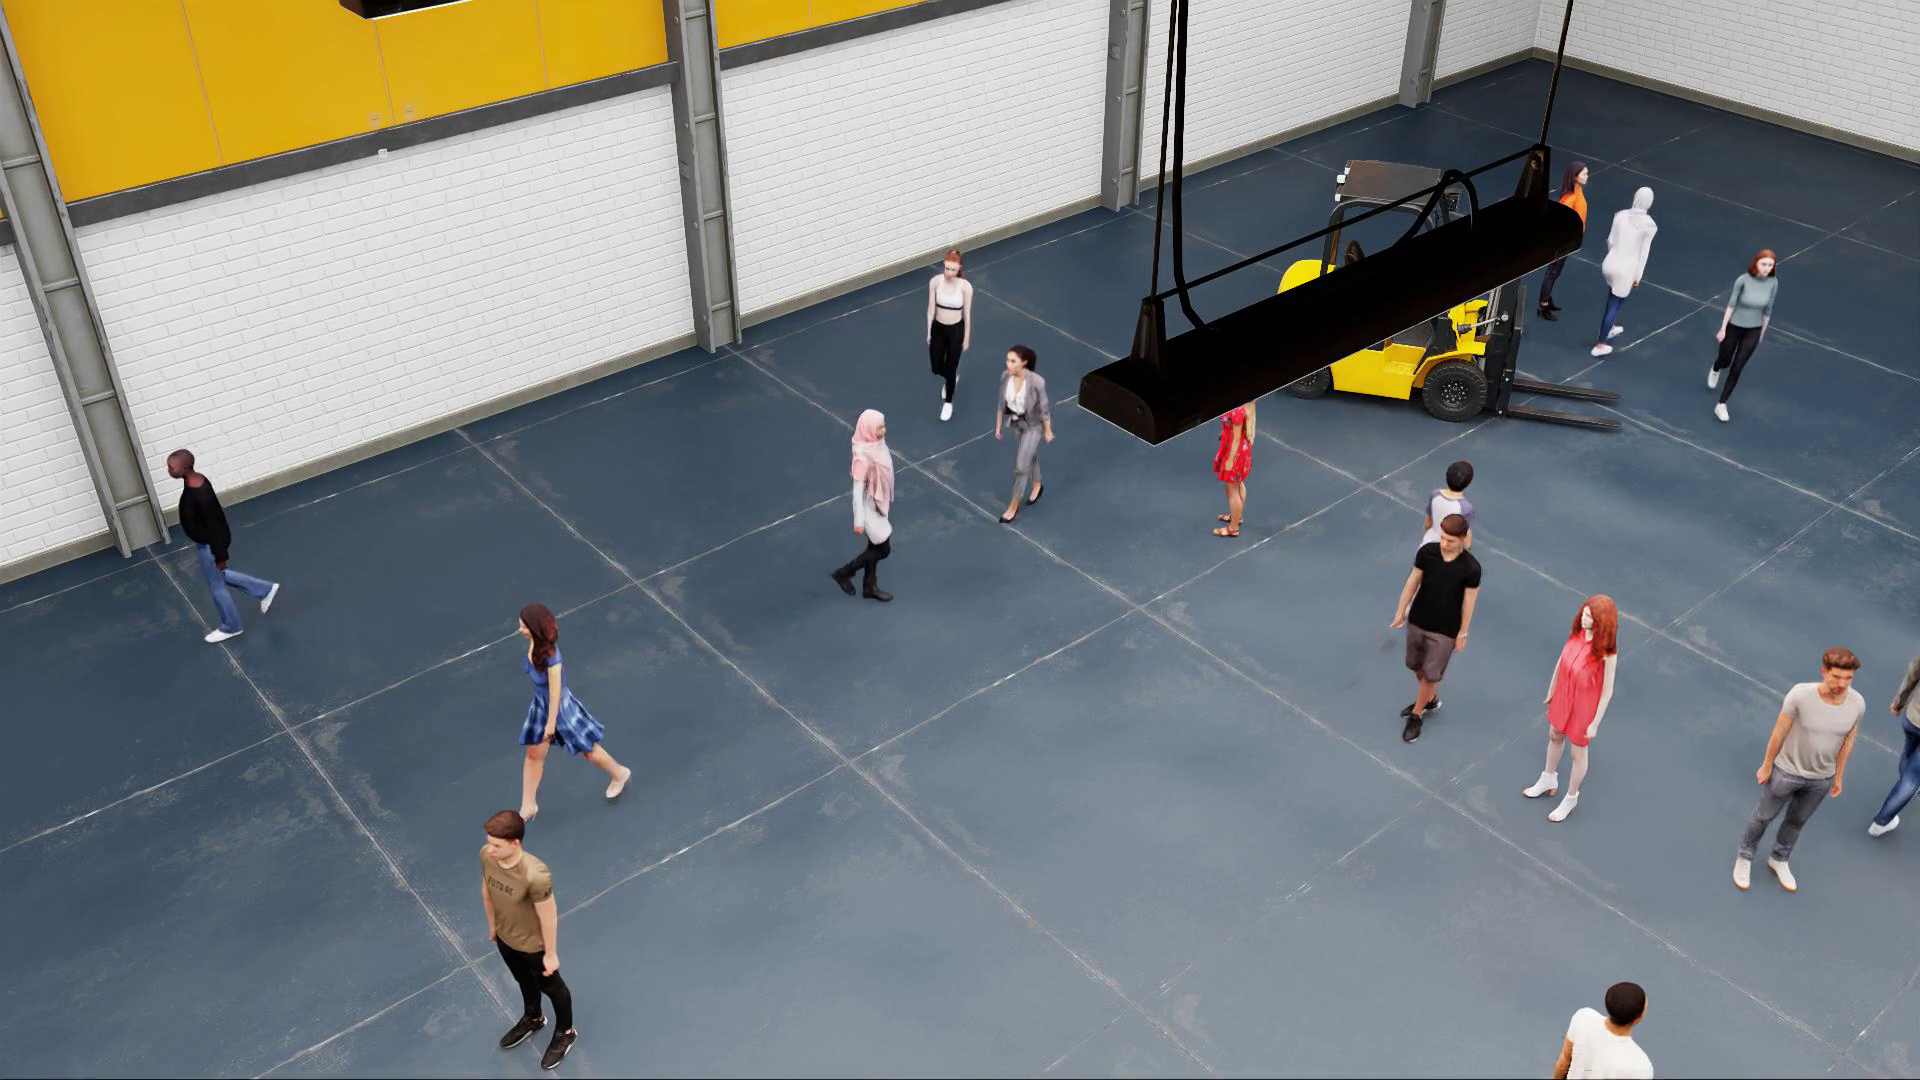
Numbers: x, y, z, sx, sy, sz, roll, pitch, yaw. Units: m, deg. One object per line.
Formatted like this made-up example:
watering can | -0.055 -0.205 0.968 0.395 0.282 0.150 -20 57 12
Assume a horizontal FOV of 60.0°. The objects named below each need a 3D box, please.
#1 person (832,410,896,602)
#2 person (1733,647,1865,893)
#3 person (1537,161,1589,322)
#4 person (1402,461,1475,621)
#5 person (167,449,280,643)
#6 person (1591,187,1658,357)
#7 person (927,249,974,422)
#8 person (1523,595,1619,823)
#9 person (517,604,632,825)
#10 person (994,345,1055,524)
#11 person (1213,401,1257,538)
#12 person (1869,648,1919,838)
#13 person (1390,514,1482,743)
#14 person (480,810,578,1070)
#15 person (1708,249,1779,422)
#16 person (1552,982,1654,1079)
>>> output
person | -0.798 -0.255 13.397 0.915 1.795 0.864 6 34 9
person | 5.434 1.458 10.727 0.748 1.898 0.802 3 34 5
person | 6.506 -3.249 17.943 0.754 1.748 0.620 16 37 22
person | 3.781 0.084 13.110 0.720 1.549 0.558 -24 41 -32
person | -5.796 0.001 13.067 0.887 1.733 0.650 -21 39 -28
person | 6.779 -2.759 17.220 0.909 1.732 0.622 -23 40 -30
person | -0.084 -2.028 16.120 0.796 1.734 0.872 10 35 14
person | 4.191 1.127 11.290 0.625 1.826 0.667 -12 36 -18
person | -2.648 1.182 11.268 1.128 1.759 0.647 -23 40 -30
person | 0.640 -0.995 14.652 0.709 1.639 0.948 25 41 32
person | 2.385 -0.754 14.331 0.721 1.592 0.624 12 35 17
person | 6.439 1.252 11.096 1.041 1.833 0.804 -20 39 -27
person | 3.478 0.586 12.075 0.801 1.858 0.743 -29 43 -36
person | -2.490 2.259 9.564 0.726 1.851 0.680 20 38 27
person | 7.566 -2.040 16.144 0.936 1.727 1.030 5 34 7
person | 3.188 2.973 8.557 1.159 1.778 0.810 -16 37 -22
